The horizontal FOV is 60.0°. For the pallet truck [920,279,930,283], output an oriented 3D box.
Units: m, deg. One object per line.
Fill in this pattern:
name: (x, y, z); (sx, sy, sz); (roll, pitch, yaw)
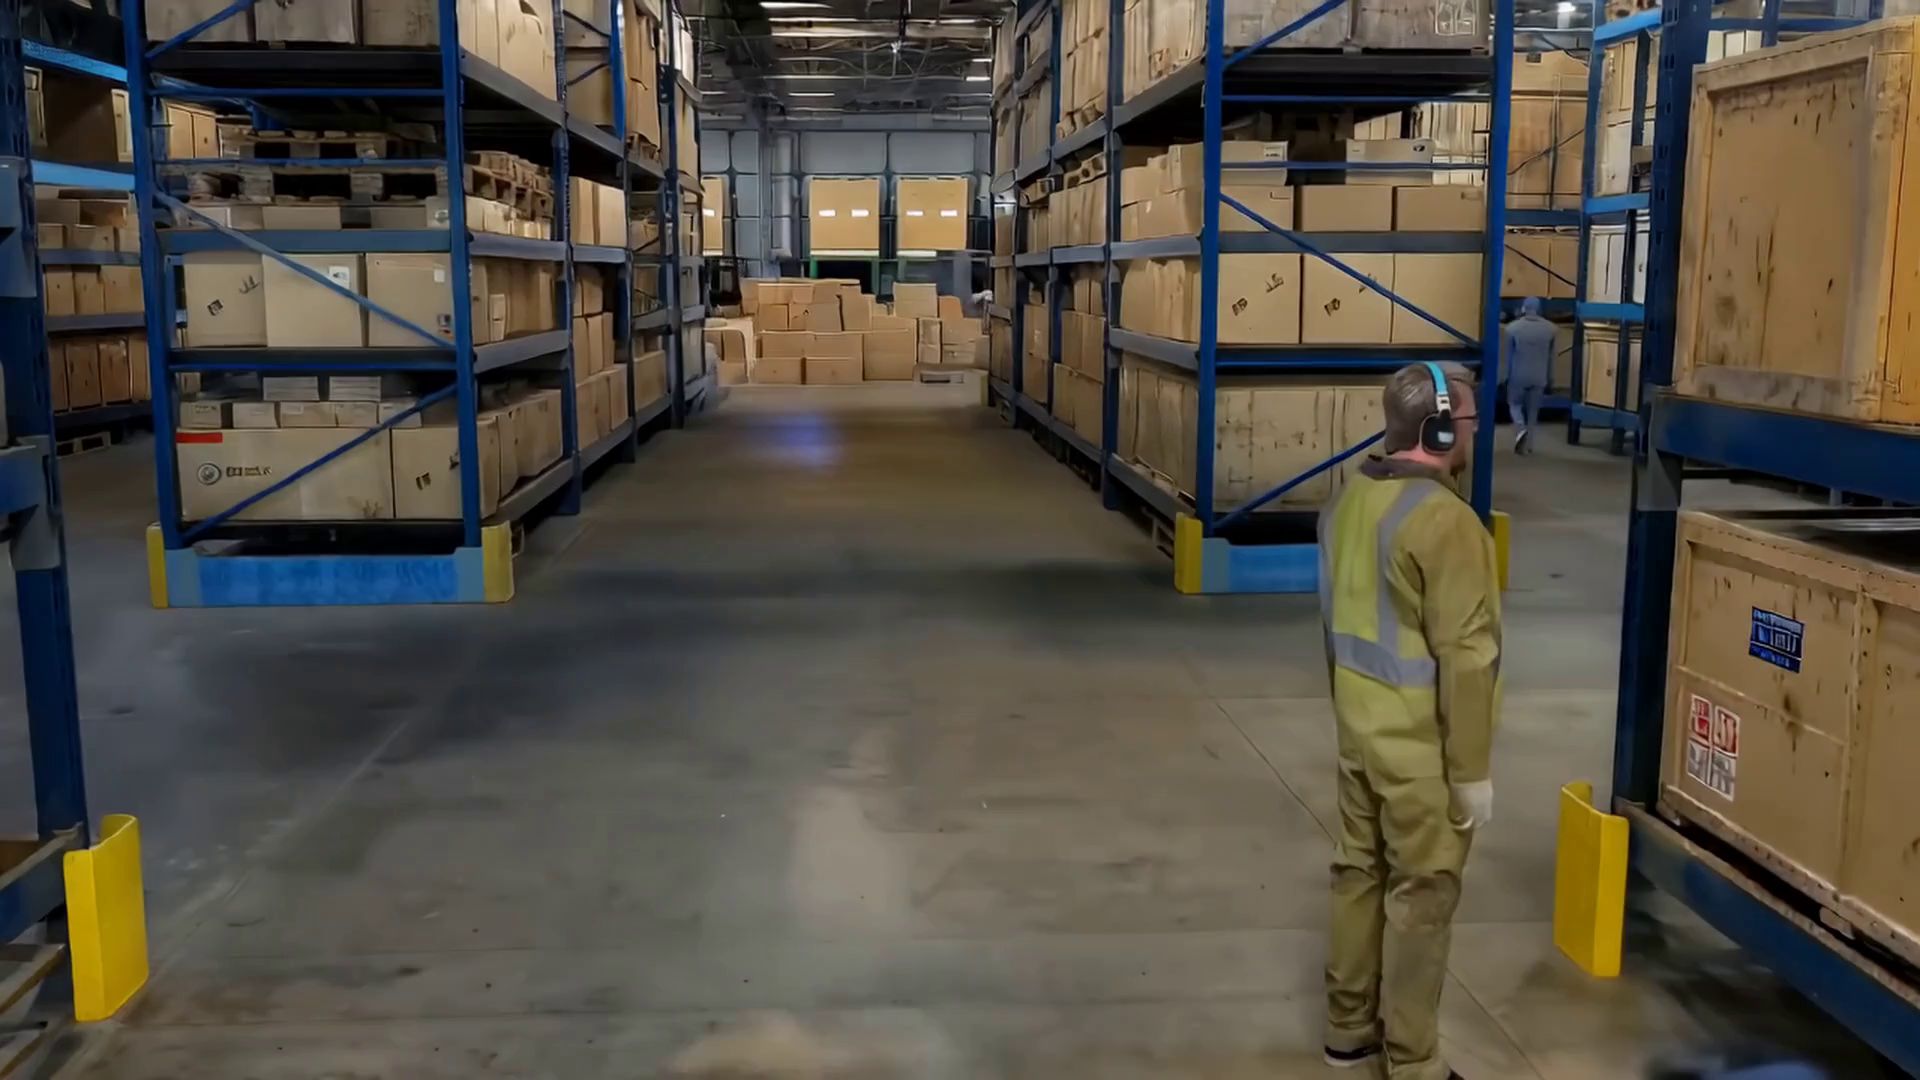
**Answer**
pallet truck: (-0.932, -8.922, 63.114); (1.885, 1.965, 0.823); (2, 9, 13)

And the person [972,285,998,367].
person: (0.620, -4.581, 36.173); (0.893, 1.903, 0.548); (-6, 11, -35)

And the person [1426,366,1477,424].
person: (4.443, -1.113, 15.041); (0.319, 1.690, 0.530); (-7, 11, -36)

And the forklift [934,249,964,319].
forklift: (-0.308, -6.534, 45.360); (1.873, 2.768, 1.129); (-7, 11, -36)

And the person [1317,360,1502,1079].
person: (1.167, 0.498, 4.252); (0.407, 1.908, 0.641); (-3, 9, -17)

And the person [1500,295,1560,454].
person: (6.659, -1.915, 19.466); (0.647, 1.893, 0.674); (1, 9, 6)

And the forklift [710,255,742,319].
forklift: (-8.274, -8.634, 58.542); (1.129, 2.768, 1.873); (-3, 10, -19)
